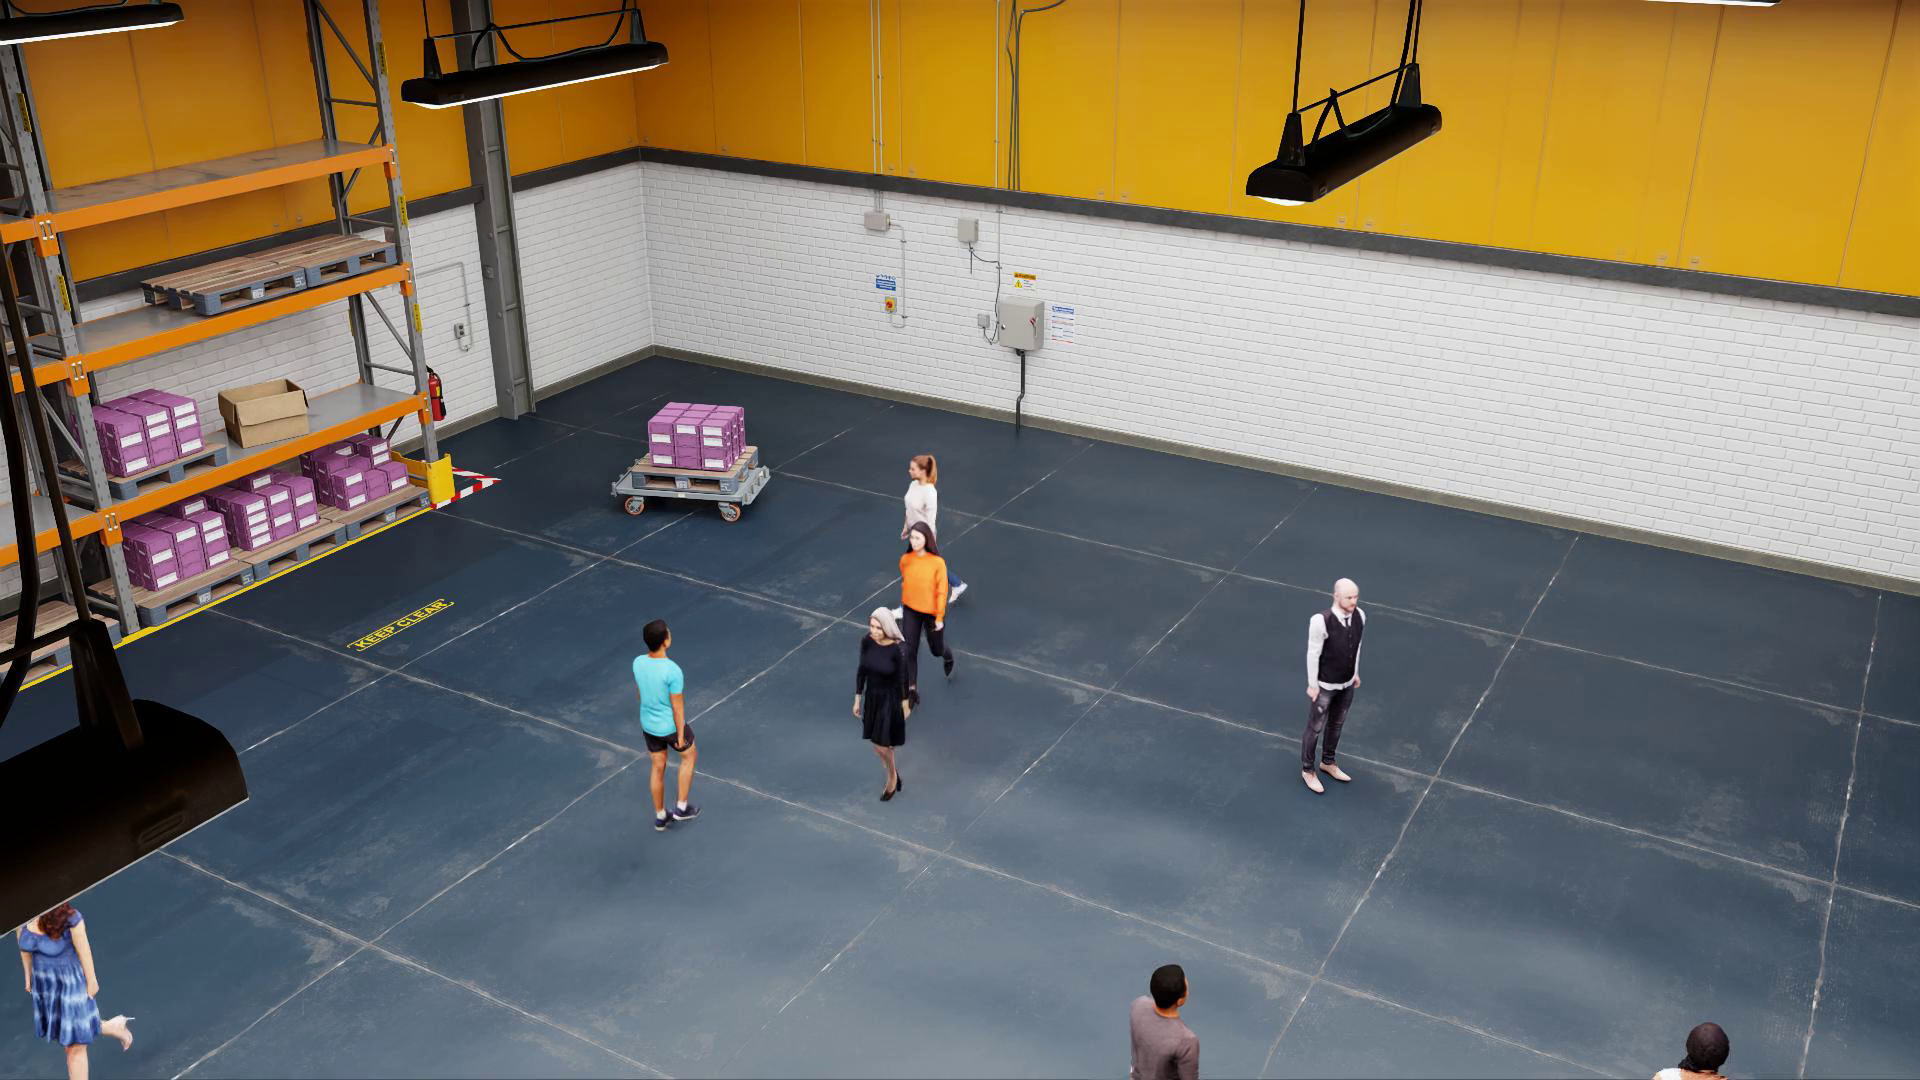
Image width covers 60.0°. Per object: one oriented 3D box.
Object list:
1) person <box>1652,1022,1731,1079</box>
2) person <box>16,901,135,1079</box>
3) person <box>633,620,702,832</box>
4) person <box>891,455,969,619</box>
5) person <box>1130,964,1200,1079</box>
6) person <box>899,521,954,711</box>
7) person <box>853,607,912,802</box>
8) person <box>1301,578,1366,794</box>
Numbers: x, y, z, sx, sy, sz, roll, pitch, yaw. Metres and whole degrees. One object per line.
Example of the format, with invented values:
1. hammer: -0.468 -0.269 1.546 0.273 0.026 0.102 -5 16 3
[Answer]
1. person: 3.813 3.287 8.754 0.690 1.677 0.688 9 25 20
2. person: -5.340 2.683 9.995 0.801 1.790 1.048 7 24 15
3. person: -2.337 1.471 12.802 0.653 1.761 0.628 10 25 21
4. person: -0.291 -0.043 16.354 1.165 1.692 1.073 -7 25 -16
5. person: 1.031 3.085 9.118 0.939 1.755 0.828 -22 32 -40
6. person: -0.281 0.640 14.746 0.692 1.729 1.047 10 26 22
7. person: -0.555 1.281 13.271 0.609 1.734 0.678 15 28 31
8. person: 3.020 1.144 13.470 0.718 1.826 0.842 -13 27 -28
